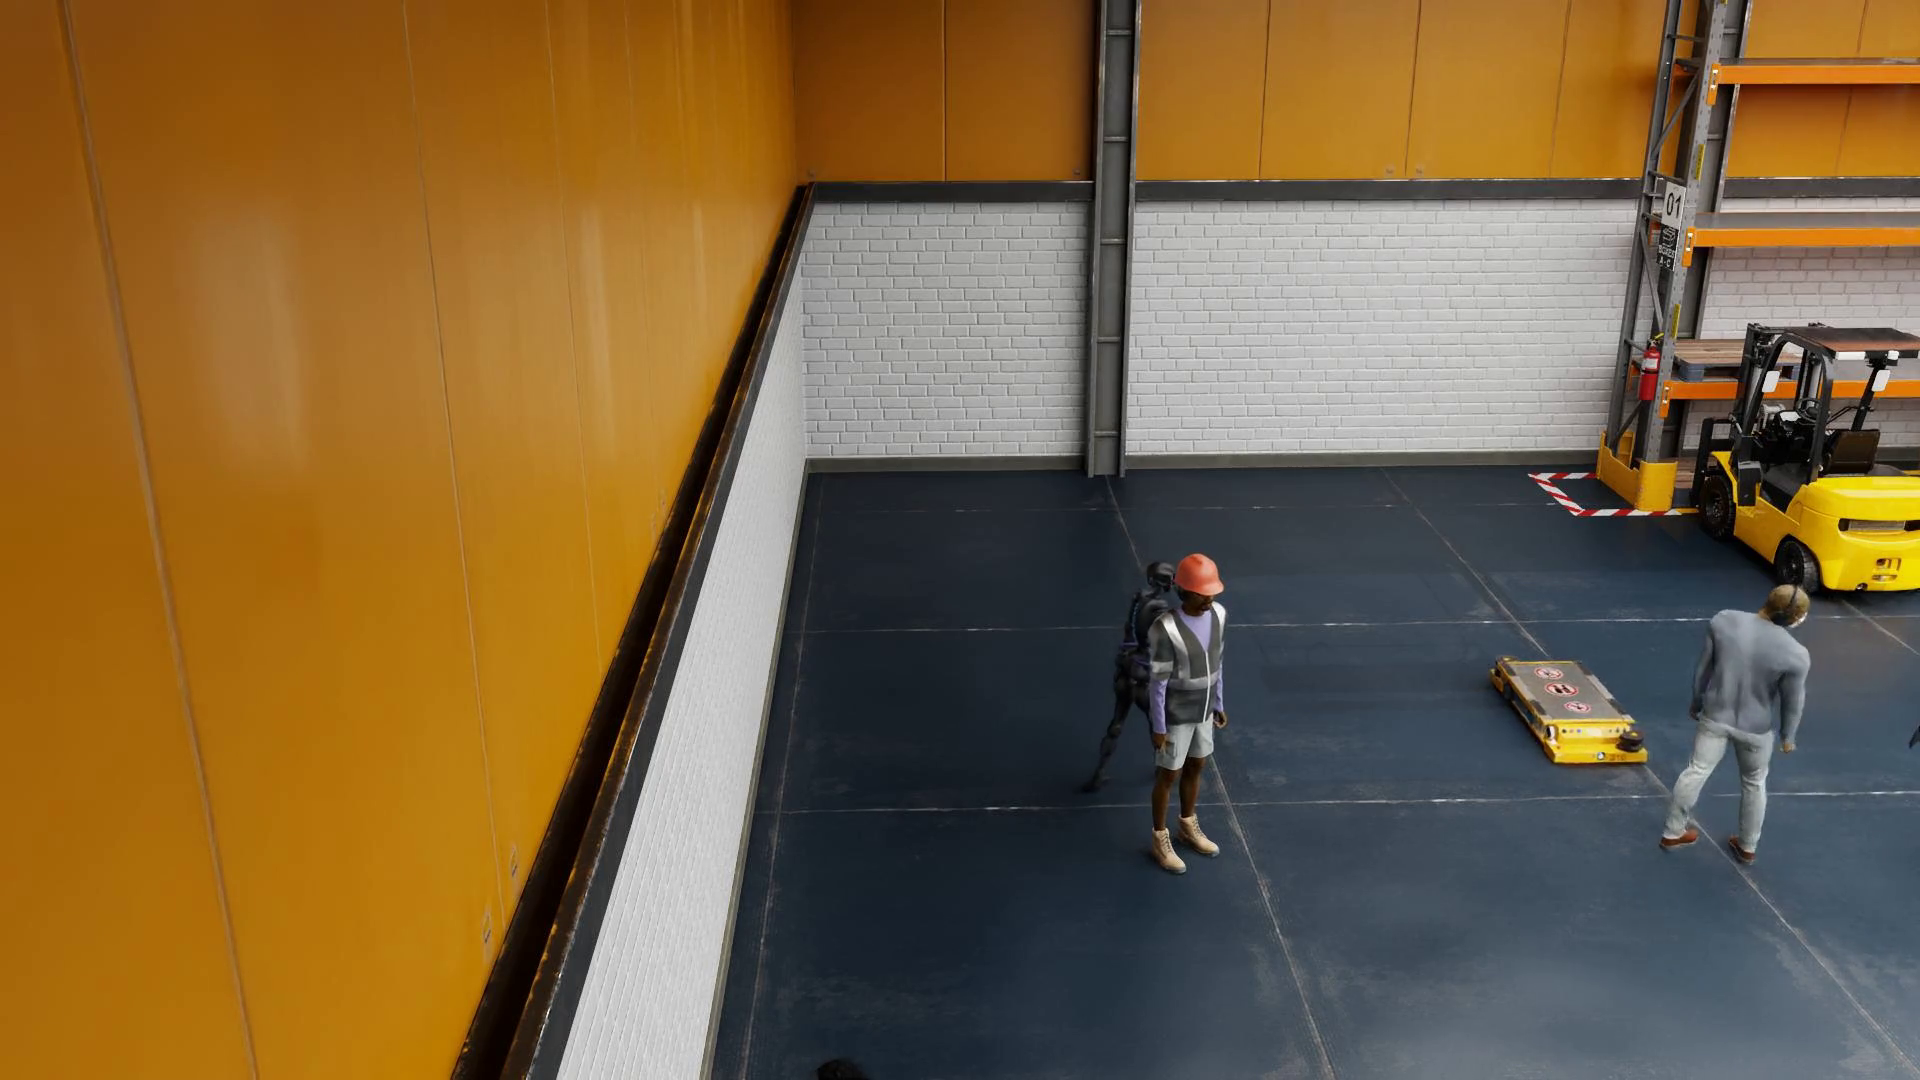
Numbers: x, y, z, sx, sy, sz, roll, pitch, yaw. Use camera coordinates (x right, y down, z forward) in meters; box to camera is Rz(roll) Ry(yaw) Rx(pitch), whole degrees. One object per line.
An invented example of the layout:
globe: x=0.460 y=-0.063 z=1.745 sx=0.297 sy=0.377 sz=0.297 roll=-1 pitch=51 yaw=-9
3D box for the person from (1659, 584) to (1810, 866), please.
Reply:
person: x=4.798 y=1.113 z=10.196 sx=0.665 sy=1.890 sz=0.500 roll=18 pitch=27 yaw=40

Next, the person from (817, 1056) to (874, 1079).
person: x=-0.426 y=2.668 z=6.255 sx=0.318 sy=1.699 sz=0.534 roll=-8 pitch=22 yaw=-22

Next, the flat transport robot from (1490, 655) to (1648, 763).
flat transport robot: x=4.445 y=1.231 z=12.216 sx=0.659 sy=0.231 sz=1.431 roll=0 pitch=20 yaw=-1

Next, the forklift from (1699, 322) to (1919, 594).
forklift: x=7.809 y=-0.792 z=14.926 sx=1.214 sy=2.155 sz=2.313 roll=-1 pitch=20 yaw=-2

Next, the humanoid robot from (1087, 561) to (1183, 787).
humanoid robot: x=1.209 y=0.899 z=11.153 sx=0.781 sy=1.620 sz=0.608 roll=-9 pitch=22 yaw=-23

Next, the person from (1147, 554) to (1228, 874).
person: x=1.409 y=1.043 z=10.167 sx=0.611 sy=2.043 sz=0.372 roll=-16 pitch=25 yaw=-36

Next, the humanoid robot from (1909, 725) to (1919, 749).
humanoid robot: x=6.287 y=1.179 z=10.317 sx=0.601 sy=1.639 sz=0.428 roll=3 pitch=20 yaw=7
